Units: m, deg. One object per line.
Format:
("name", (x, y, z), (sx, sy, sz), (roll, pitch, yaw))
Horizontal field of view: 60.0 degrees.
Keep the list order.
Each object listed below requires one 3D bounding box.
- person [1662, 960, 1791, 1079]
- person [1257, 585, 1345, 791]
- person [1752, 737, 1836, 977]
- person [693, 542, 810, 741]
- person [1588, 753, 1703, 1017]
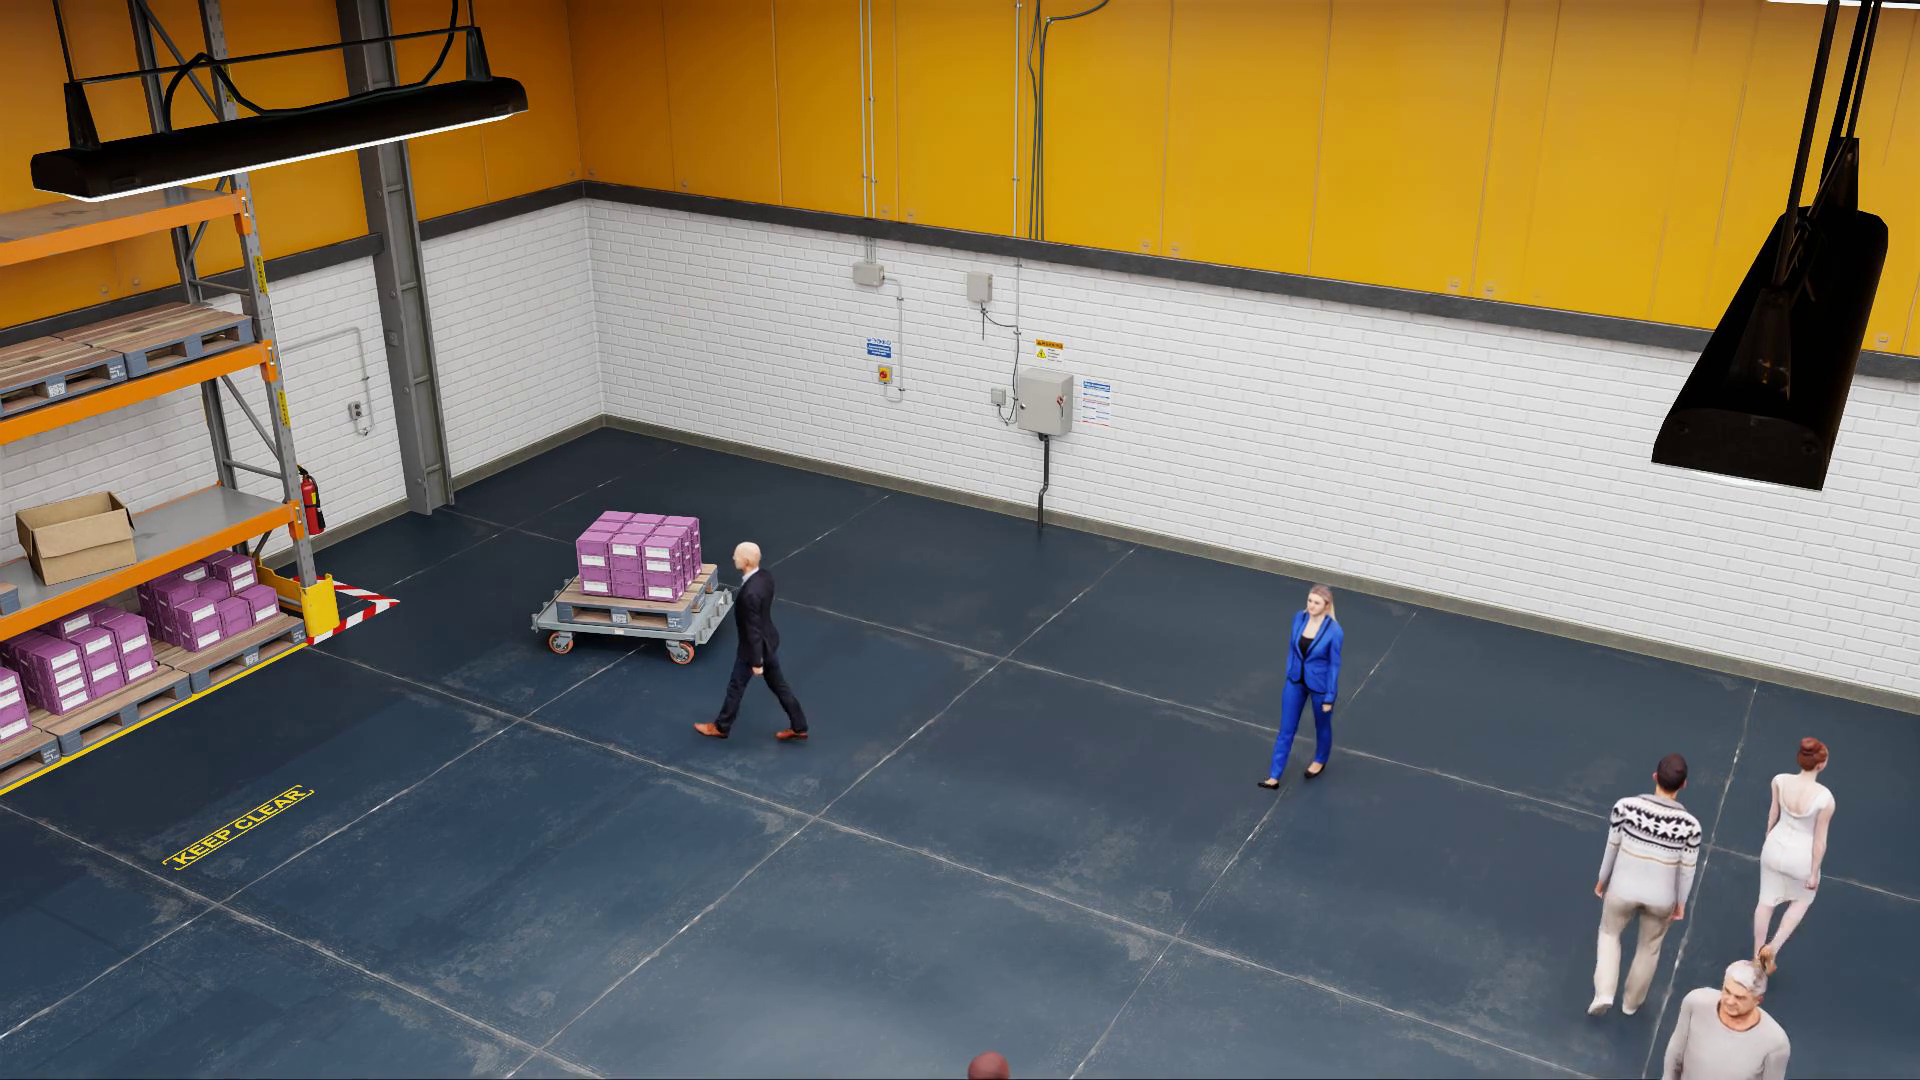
("person", (3.907, 2.886, 8.523), (1.146, 1.887, 0.954), (-19, 30, -36))
("person", (2.770, 1.112, 12.851), (0.768, 1.670, 1.083), (19, 30, 36))
("person", (5.178, 2.068, 10.526), (0.730, 1.781, 0.699), (-15, 28, -31))
("person", (-1.542, 0.868, 13.302), (1.049, 1.756, 1.235), (4, 24, 10))
("person", (4.166, 2.185, 10.185), (0.715, 1.840, 0.830), (11, 26, 24))
